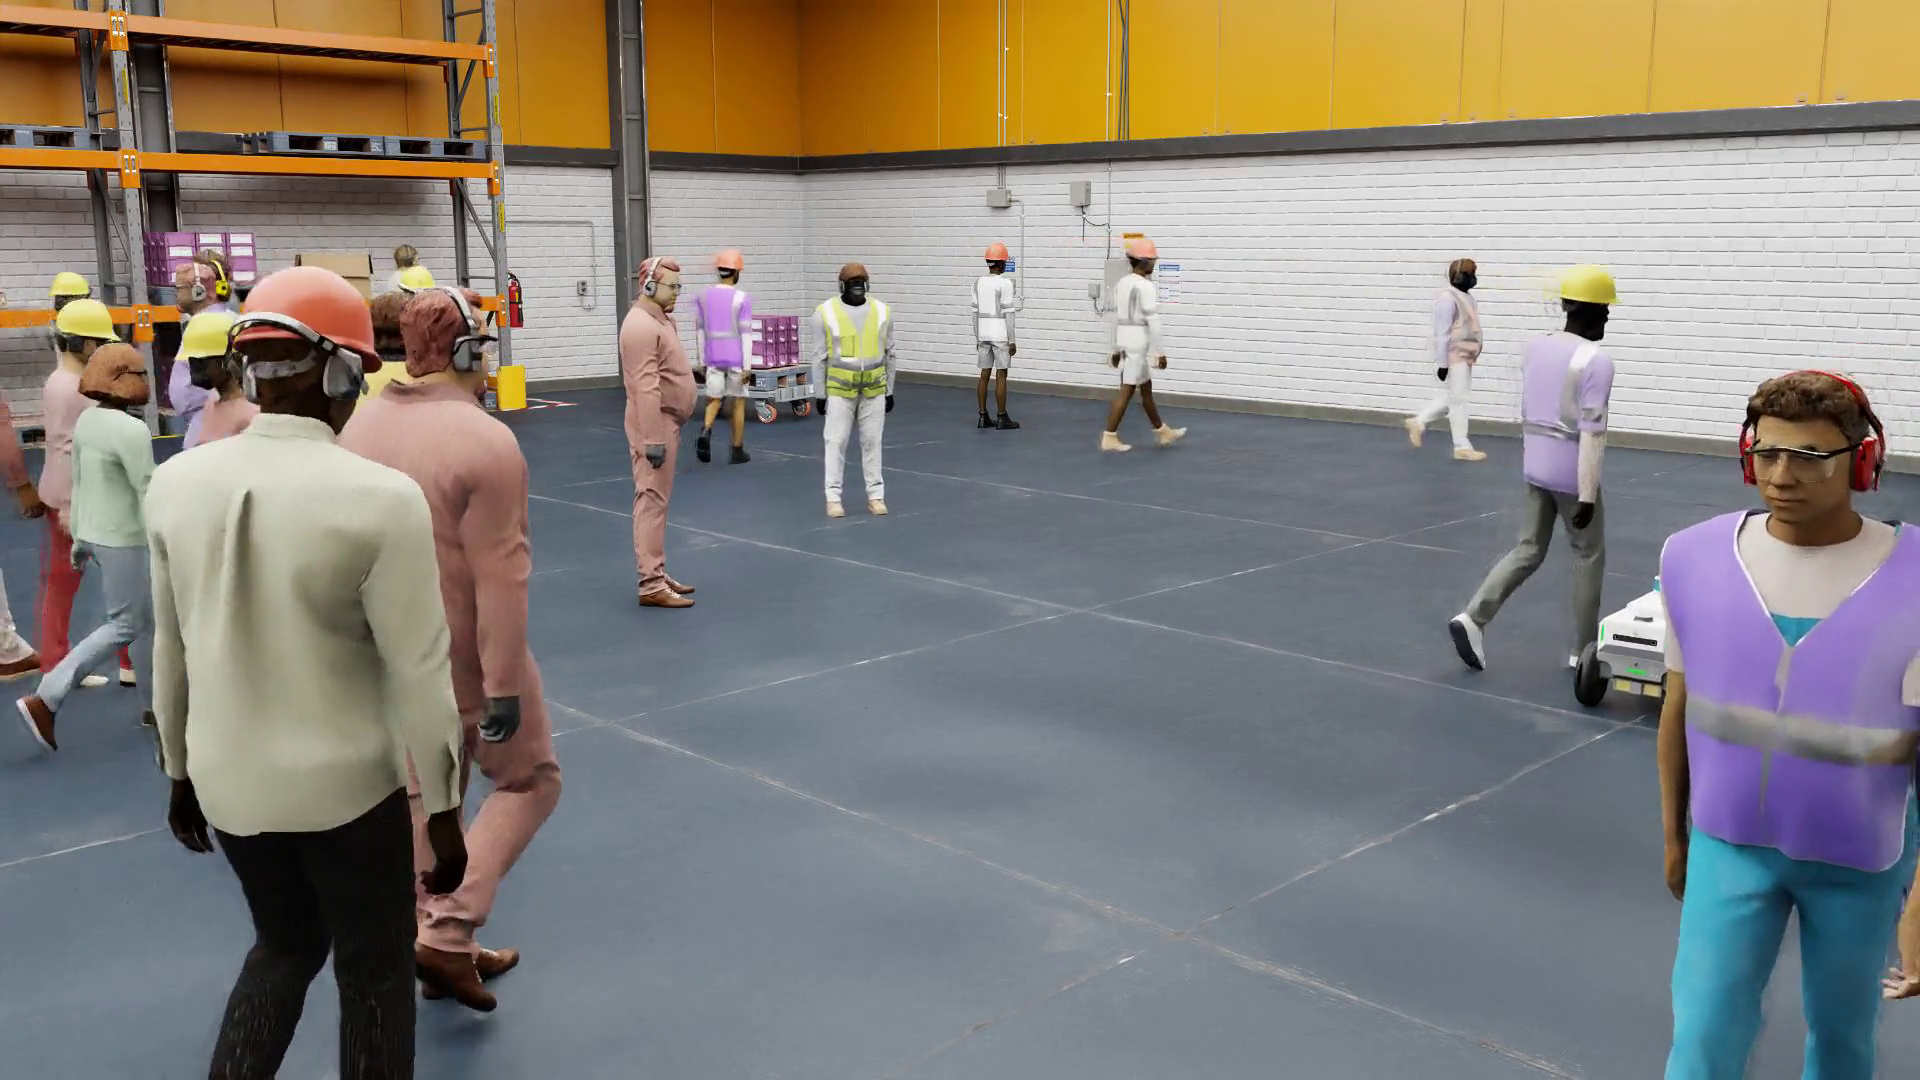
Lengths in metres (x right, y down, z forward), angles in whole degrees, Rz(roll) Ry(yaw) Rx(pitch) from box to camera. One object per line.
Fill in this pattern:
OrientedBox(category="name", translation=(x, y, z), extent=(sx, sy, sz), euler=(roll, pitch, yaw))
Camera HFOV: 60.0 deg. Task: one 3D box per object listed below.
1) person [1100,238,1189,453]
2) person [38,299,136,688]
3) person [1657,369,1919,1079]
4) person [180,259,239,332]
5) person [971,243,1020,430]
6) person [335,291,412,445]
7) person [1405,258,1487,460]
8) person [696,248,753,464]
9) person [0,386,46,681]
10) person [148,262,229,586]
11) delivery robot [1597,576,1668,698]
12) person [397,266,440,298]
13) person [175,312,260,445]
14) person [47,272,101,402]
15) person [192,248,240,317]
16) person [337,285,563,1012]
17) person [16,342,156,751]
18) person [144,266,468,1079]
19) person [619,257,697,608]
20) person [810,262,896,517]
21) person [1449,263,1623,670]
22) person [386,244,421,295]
OrientedBox(category="person", translation=(1.737, -1.810, 15.558), extent=(1.015, 1.984, 0.625), euler=(-3, 11, -18))
OrientedBox(category="person", translation=(-3.795, -0.185, 7.355), extent=(0.679, 1.736, 0.550), euler=(-5, 12, -26))
OrientedBox(category="person", translation=(1.523, 0.582, 3.070), extent=(0.568, 1.780, 1.009), euler=(9, 13, 39))
OrientedBox(category="person", translation=(-4.831, -0.892, 10.877), extent=(0.532, 1.869, 0.311), euler=(4, 11, 23))
OrientedBox(category="person", translation=(0.376, -2.122, 17.394), extent=(0.543, 1.939, 0.360), euler=(9, 14, 41))
OrientedBox(category="person", translation=(-2.077, 0.004, 6.130), extent=(0.657, 1.824, 0.550), euler=(0, 10, 2))
OrientedBox(category="person", translation=(4.444, -1.643, 15.094), extent=(0.718, 1.825, 0.635), euler=(6, 12, 31))
OrientedBox(category="person", translation=(-2.067, -1.586, 14.544), extent=(0.553, 1.912, 0.655), euler=(3, 11, 16))
OrientedBox(category="person", translation=(-4.381, -0.245, 7.155), extent=(0.623, 1.951, 1.020), euler=(5, 11, 25))
OrientedBox(category="person", translation=(-4.299, -0.682, 9.728), extent=(0.937, 1.876, 0.660), euler=(-4, 11, -21))
OrientedBox(category="delivery robot", translation=(3.034, 0.398, 7.174), extent=(0.477, 0.478, 0.707), euler=(9, 14, 40))
OrientedBox(category="person", translation=(-4.194, -1.181, 12.669), extent=(0.843, 1.803, 0.586), euler=(-9, 14, -40))
OrientedBox(category="person", translation=(-2.710, -0.028, 6.515), extent=(0.735, 1.737, 0.520), euler=(-7, 13, -35))
OrientedBox(category="person", translation=(-6.153, -0.982, 11.645), extent=(0.525, 1.771, 0.305), euler=(9, 14, 41))
OrientedBox(category="person", translation=(-5.944, -1.399, 13.506), extent=(0.742, 1.924, 0.638), euler=(-2, 11, -10))
OrientedBox(category="person", translation=(-1.319, 0.298, 4.316), extent=(0.644, 1.895, 0.449), euler=(6, 12, 31))
OrientedBox(category="person", translation=(-3.424, 0.024, 6.612), extent=(0.513, 1.606, 0.713), euler=(9, 14, 40))
OrientedBox(category="person", translation=(-1.264, 0.474, 3.172), extent=(0.699, 1.961, 0.600), euler=(3, 11, 15))
OrientedBox(category="person", translation=(-1.642, -0.588, 9.137), extent=(0.406, 1.902, 0.636), euler=(-1, 10, -6))
OrientedBox(category="person", translation=(-0.762, -1.074, 11.989), extent=(0.627, 1.833, 0.434), euler=(-3, 11, -18))
OrientedBox(category="person", translation=(2.702, -0.311, 7.624), extent=(0.834, 1.902, 0.586), euler=(-4, 11, -21))
OrientedBox(category="person", translation=(-5.372, -1.929, 16.364), extent=(0.451, 1.935, 0.651), euler=(-6, 12, -28))
